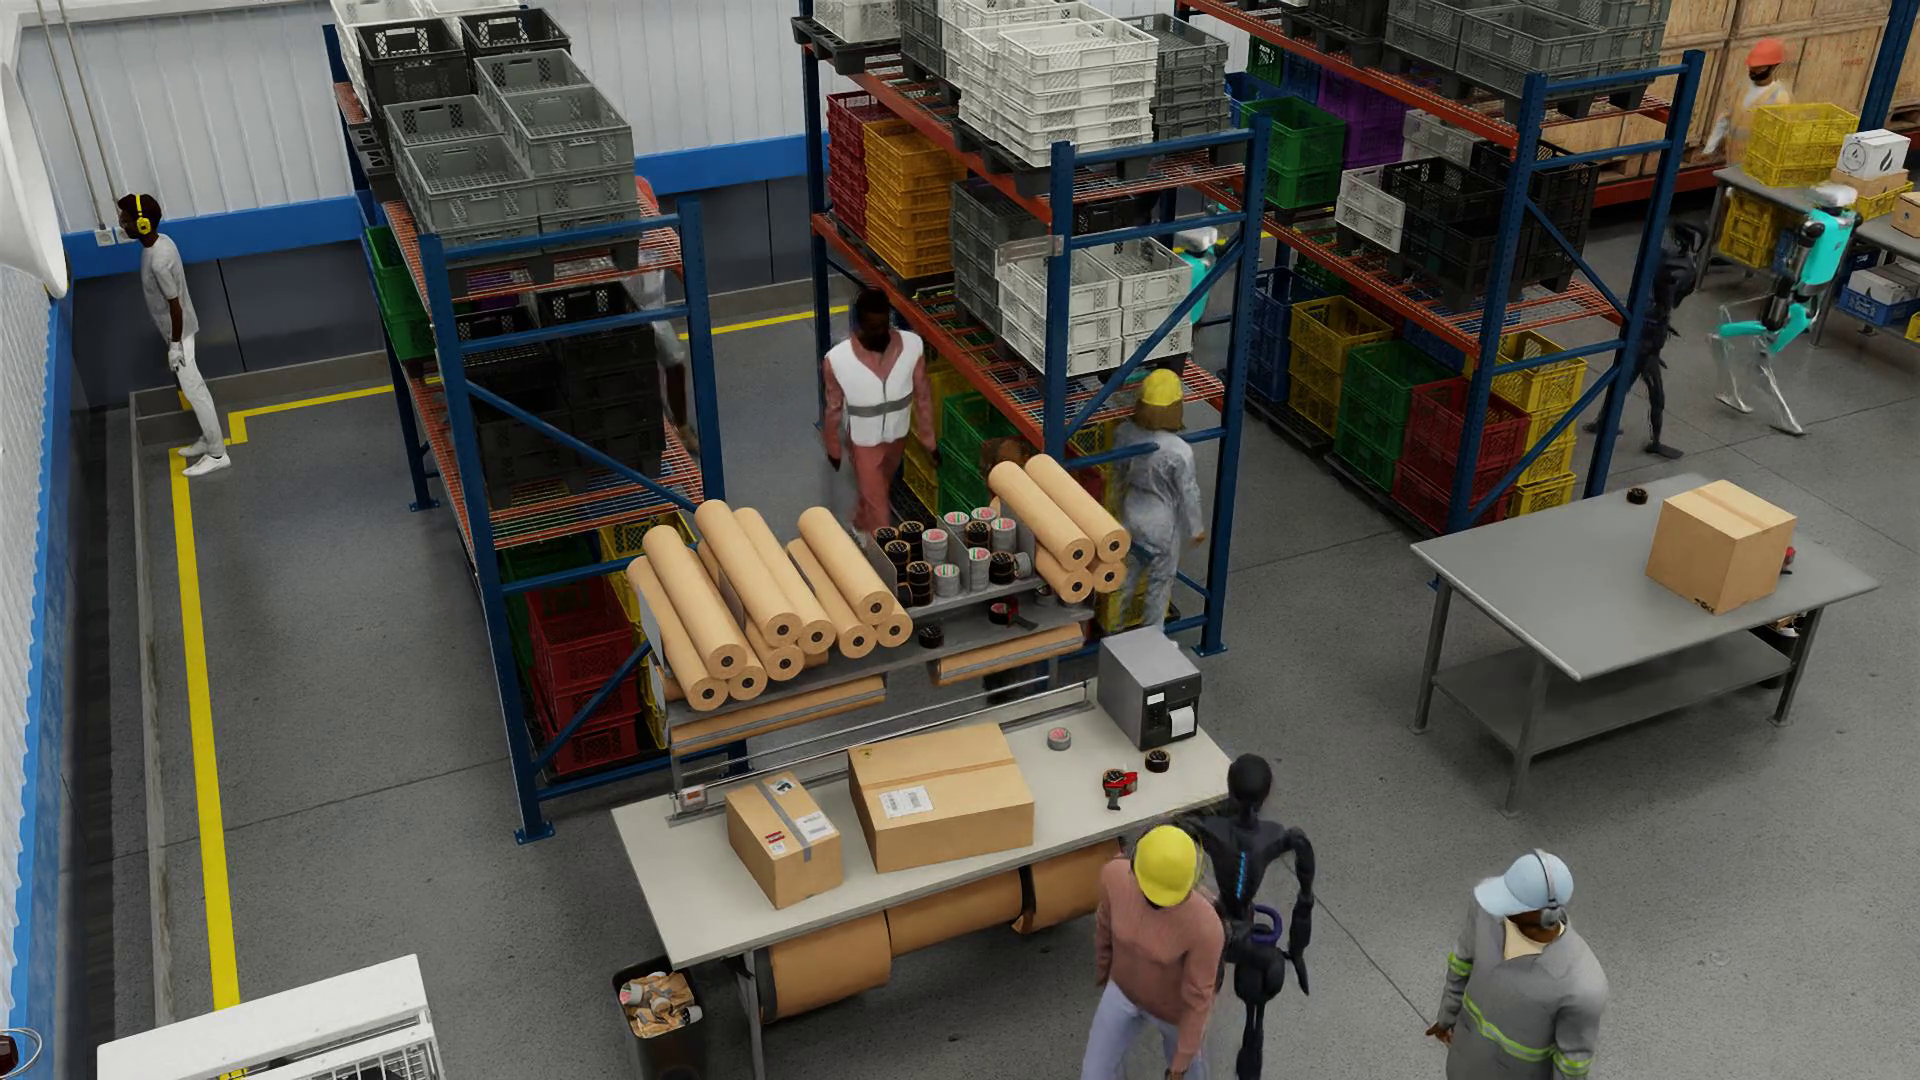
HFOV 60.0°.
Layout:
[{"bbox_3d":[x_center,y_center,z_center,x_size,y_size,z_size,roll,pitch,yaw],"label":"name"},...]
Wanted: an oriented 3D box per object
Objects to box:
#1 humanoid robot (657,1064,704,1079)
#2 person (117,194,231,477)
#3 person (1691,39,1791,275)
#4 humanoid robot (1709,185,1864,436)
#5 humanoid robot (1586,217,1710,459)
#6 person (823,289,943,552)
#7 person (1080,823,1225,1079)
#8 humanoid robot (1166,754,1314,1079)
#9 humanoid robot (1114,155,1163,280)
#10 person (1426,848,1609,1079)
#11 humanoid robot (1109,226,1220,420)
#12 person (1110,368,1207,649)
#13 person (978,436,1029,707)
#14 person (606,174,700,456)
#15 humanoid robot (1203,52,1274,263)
[{"bbox_3d":[-0.790,2.250,4.988,0.599,1.643,0.603,-17,35,-25],"label":"humanoid robot"},{"bbox_3d":[-5.000,-1.297,10.559,0.328,1.861,0.508,-14,34,-22],"label":"person"},{"bbox_3d":[6.208,-3.073,13.403,0.849,1.906,0.555,-7,32,-11],"label":"person"},{"bbox_3d":[5.450,-1.558,11.096,0.542,1.751,0.943,-18,36,-26],"label":"humanoid robot"},{"bbox_3d":[4.558,-1.342,10.821,0.682,1.631,0.615,14,34,21],"label":"humanoid robot"},{"bbox_3d":[-0.472,-0.582,9.400,0.590,1.863,1.036,-17,35,-25],"label":"person"},{"bbox_3d":[0.641,1.674,5.872,0.536,1.714,0.839,22,38,31],"label":"person"},{"bbox_3d":[1.003,1.517,6.167,0.616,1.639,0.401,4,32,6],"label":"humanoid robot"},{"bbox_3d":[1.352,-2.255,12.327,0.772,1.629,0.590,-21,37,-30],"label":"humanoid robot"},{"bbox_3d":[1.810,1.753,5.618,0.396,1.849,0.587,-14,34,-22],"label":"person"},{"bbox_3d":[1.182,-1.212,10.556,0.838,1.788,0.607,17,35,25],"label":"humanoid robot"},{"bbox_3d":[1.036,-0.107,8.743,0.505,1.741,0.369,27,41,37],"label":"person"},{"bbox_3d":[0.296,0.370,7.894,0.673,1.817,0.547,20,37,29],"label":"person"},{"bbox_3d":[-2.082,-1.400,10.597,0.811,2.004,0.616,10,33,16],"label":"person"},{"bbox_3d":[2.259,-3.065,13.420,0.735,1.677,0.533,-8,32,-13],"label":"humanoid robot"}]
